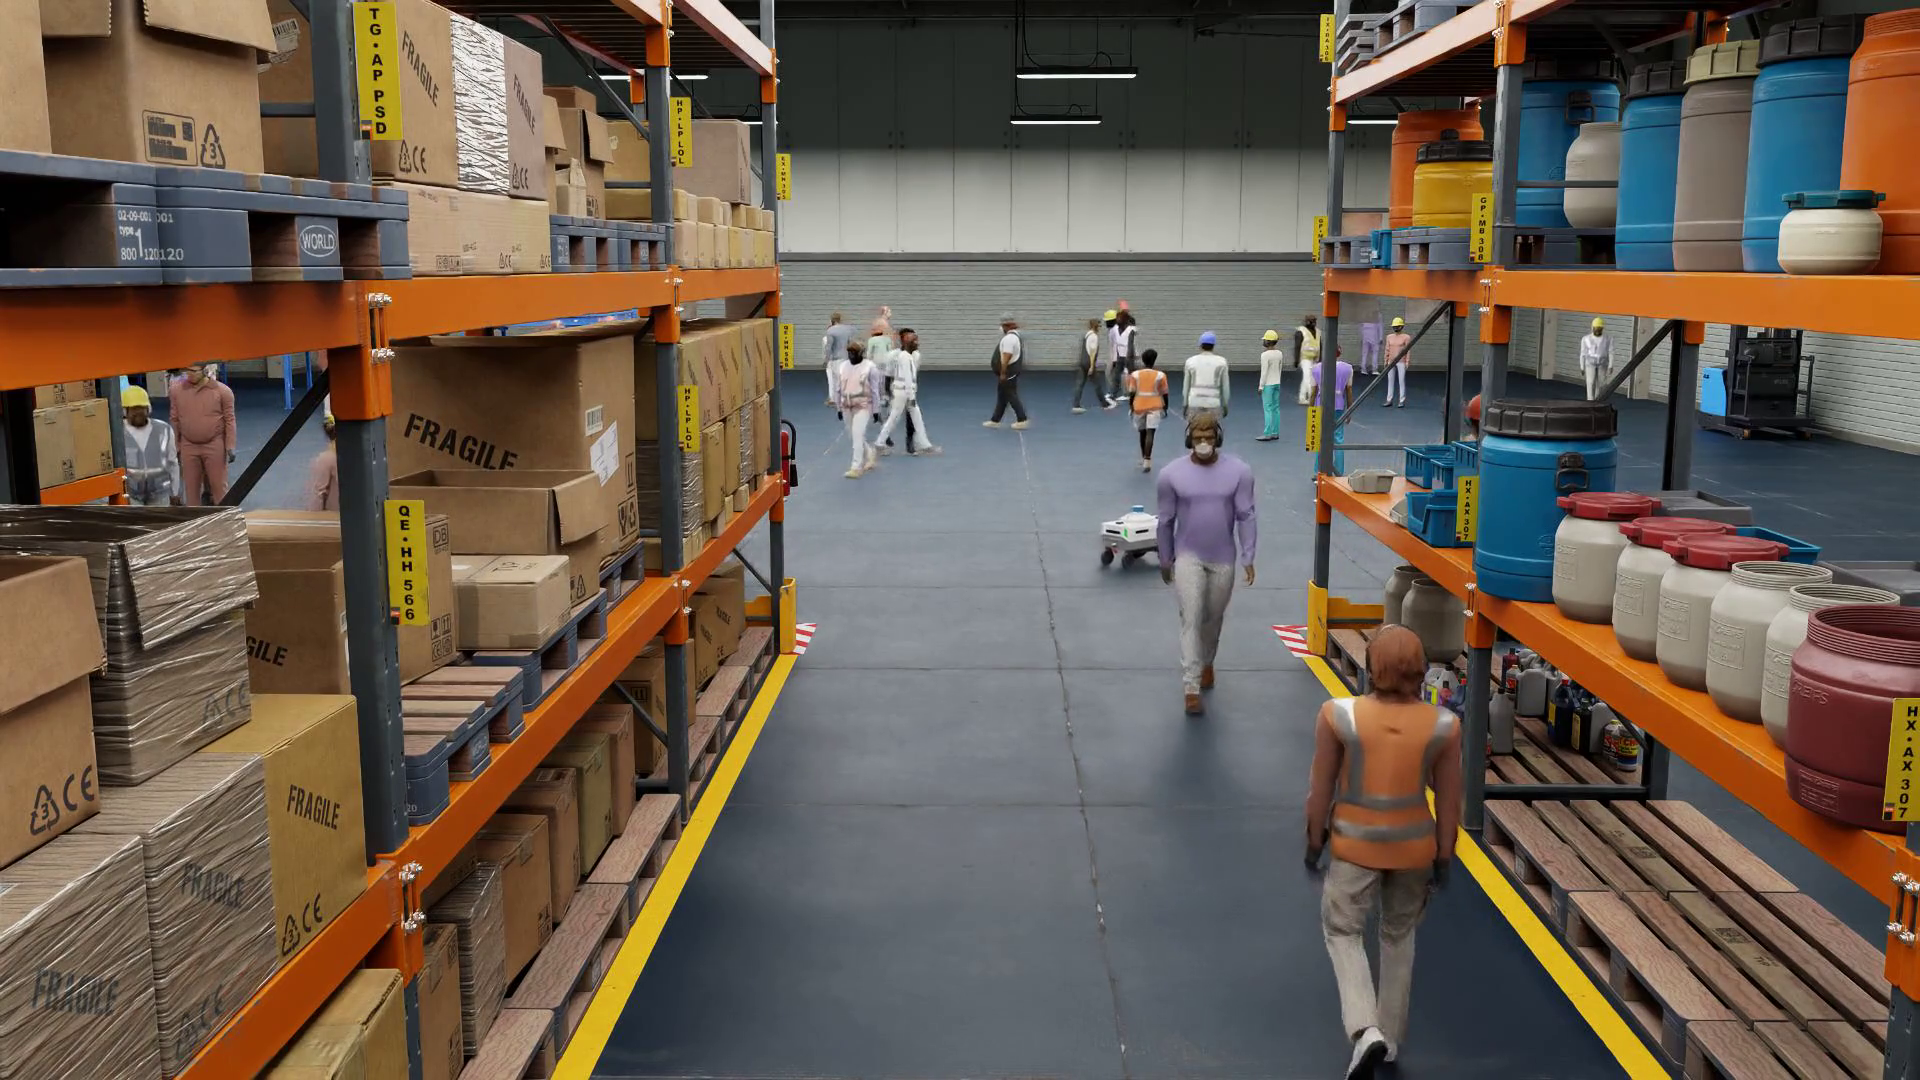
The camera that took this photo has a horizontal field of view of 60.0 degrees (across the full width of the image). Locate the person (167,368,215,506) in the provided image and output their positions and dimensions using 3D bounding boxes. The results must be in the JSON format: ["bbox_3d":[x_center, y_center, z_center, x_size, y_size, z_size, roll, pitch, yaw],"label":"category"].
[{"bbox_3d":[-8.984,-1.280,19.118,0.568,1.909,0.771,7,12,37],"label":"person"}]

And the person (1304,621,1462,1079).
[{"bbox_3d":[1.467,1.094,5.738,0.525,1.621,0.555,0,9,2],"label":"person"}]

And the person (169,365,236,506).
[{"bbox_3d":[-7.861,-0.968,17.270,0.643,1.901,0.400,-1,10,-8],"label":"person"}]

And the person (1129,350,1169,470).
[{"bbox_3d":[2.625,-1.815,23.080,0.546,1.643,0.890,3,10,16],"label":"person"}]

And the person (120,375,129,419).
[{"bbox_3d":[-13.284,-2.364,26.233,0.317,1.695,0.540,-3,10,-19],"label":"person"}]

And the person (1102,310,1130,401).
[{"bbox_3d":[3.212,-3.798,34.315,0.712,1.863,0.615,-2,10,-11],"label":"person"}]

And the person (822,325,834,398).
[{"bbox_3d":[-2.570,-3.650,34.168,0.529,1.612,0.658,0,9,-2],"label":"person"}]

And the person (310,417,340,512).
[{"bbox_3d":[-4.679,-0.069,12.431,0.328,1.720,0.655,1,9,3],"label":"person"}]

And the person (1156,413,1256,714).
[{"bbox_3d":[1.591,0.107,10.865,0.633,1.898,1.010,0,9,1],"label":"person"}]

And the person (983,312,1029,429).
[{"bbox_3d":[0.825,-2.920,28.664,0.840,2.000,0.695,2,10,10],"label":"person"}]

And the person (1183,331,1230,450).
[{"bbox_3d":[3.340,-1.870,22.591,0.652,1.922,0.564,2,10,14],"label":"person"}]

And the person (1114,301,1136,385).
[{"bbox_3d":[3.825,-4.651,39.188,0.608,1.958,0.979,0,9,0],"label":"person"}]

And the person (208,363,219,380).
[{"bbox_3d":[-13.408,-3.011,29.626,0.315,1.862,0.516,1,10,9],"label":"person"}]

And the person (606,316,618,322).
[{"bbox_3d":[-6.278,-3.072,29.863,0.481,1.902,0.594,-1,10,-8],"label":"person"}]

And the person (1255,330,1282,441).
[{"bbox_3d":[4.974,-2.483,26.744,0.314,1.768,0.527,9,13,43],"label":"person"}]

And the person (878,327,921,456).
[{"bbox_3d":[-0.930,-2.242,24.907,0.620,1.913,0.875,-6,11,-31],"label":"person"}]

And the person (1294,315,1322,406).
[{"bbox_3d":[7.064,-3.583,33.206,0.654,1.802,0.901,-6,11,-32],"label":"person"}]

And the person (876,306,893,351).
[{"bbox_3d":[-1.659,-4.332,37.548,1.037,1.853,0.663,-2,10,-9],"label":"person"}]

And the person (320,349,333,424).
[{"bbox_3d":[-11.214,-3.061,29.706,0.387,1.947,0.757,-2,10,-12],"label":"person"}]

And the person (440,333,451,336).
[{"bbox_3d":[-8.447,-2.671,27.415,0.551,1.915,0.835,-1,10,-8],"label":"person"}]

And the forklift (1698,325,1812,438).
[{"bbox_3d":[13.248,-3.165,27.620,1.129,2.768,1.873,0,9,1],"label":"forklift"}]

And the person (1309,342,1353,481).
[{"bbox_3d":[4.823,-1.678,21.676,0.565,1.846,0.390,0,9,2],"label":"person"}]

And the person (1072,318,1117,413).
[{"bbox_3d":[2.535,-3.307,31.592,0.958,1.786,0.546,-4,10,-21],"label":"person"}]

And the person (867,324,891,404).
[{"bbox_3d":[-1.675,-3.570,33.728,0.520,1.588,0.794,-7,12,-37],"label":"person"}]

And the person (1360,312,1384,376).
[{"bbox_3d":[10.426,-5.123,42.149,0.683,1.906,0.403,8,12,40],"label":"person"}]

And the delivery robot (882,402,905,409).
[{"bbox_3d":[-1.129,-2.443,29.193,0.335,0.223,0.698,-5,11,-30],"label":"delivery robot"}]

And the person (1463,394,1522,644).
[{"bbox_3d":[3.880,-0.175,12.569,0.963,1.886,0.555,2,10,15],"label":"person"}]

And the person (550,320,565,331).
[{"bbox_3d":[-6.815,-2.752,27.991,0.450,1.881,0.758,-8,12,-39],"label":"person"}]

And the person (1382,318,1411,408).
[{"bbox_3d":[8.632,-3.507,32.877,0.533,1.767,0.323,8,12,39],"label":"person"}]

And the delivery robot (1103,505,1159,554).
[{"bbox_3d":[1.695,-0.085,15.845,0.707,0.478,0.477,-8,13,-41],"label":"delivery robot"}]

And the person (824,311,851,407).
[{"bbox_3d":[-2.322,-3.556,32.780,0.859,1.904,0.632,5,11,29],"label":"person"}]

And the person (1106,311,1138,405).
[{"bbox_3d":[3.246,-3.625,33.252,0.952,1.864,0.623,-7,11,-34],"label":"person"}]

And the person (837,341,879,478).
[{"bbox_3d":[-1.340,-1.785,22.424,0.635,1.820,0.819,6,11,30],"label":"person"}]

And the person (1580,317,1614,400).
[{"bbox_3d":[12.193,-3.365,31.873,0.602,1.817,0.681,2,10,13],"label":"person"}]

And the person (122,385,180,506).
[{"bbox_3d":[-7.019,-0.427,14.285,0.602,1.822,0.504,-7,12,-35],"label":"person"}]

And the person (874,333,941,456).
[{"bbox_3d":[-0.828,-2.156,24.621,0.992,1.830,0.587,1,10,8],"label":"person"}]
